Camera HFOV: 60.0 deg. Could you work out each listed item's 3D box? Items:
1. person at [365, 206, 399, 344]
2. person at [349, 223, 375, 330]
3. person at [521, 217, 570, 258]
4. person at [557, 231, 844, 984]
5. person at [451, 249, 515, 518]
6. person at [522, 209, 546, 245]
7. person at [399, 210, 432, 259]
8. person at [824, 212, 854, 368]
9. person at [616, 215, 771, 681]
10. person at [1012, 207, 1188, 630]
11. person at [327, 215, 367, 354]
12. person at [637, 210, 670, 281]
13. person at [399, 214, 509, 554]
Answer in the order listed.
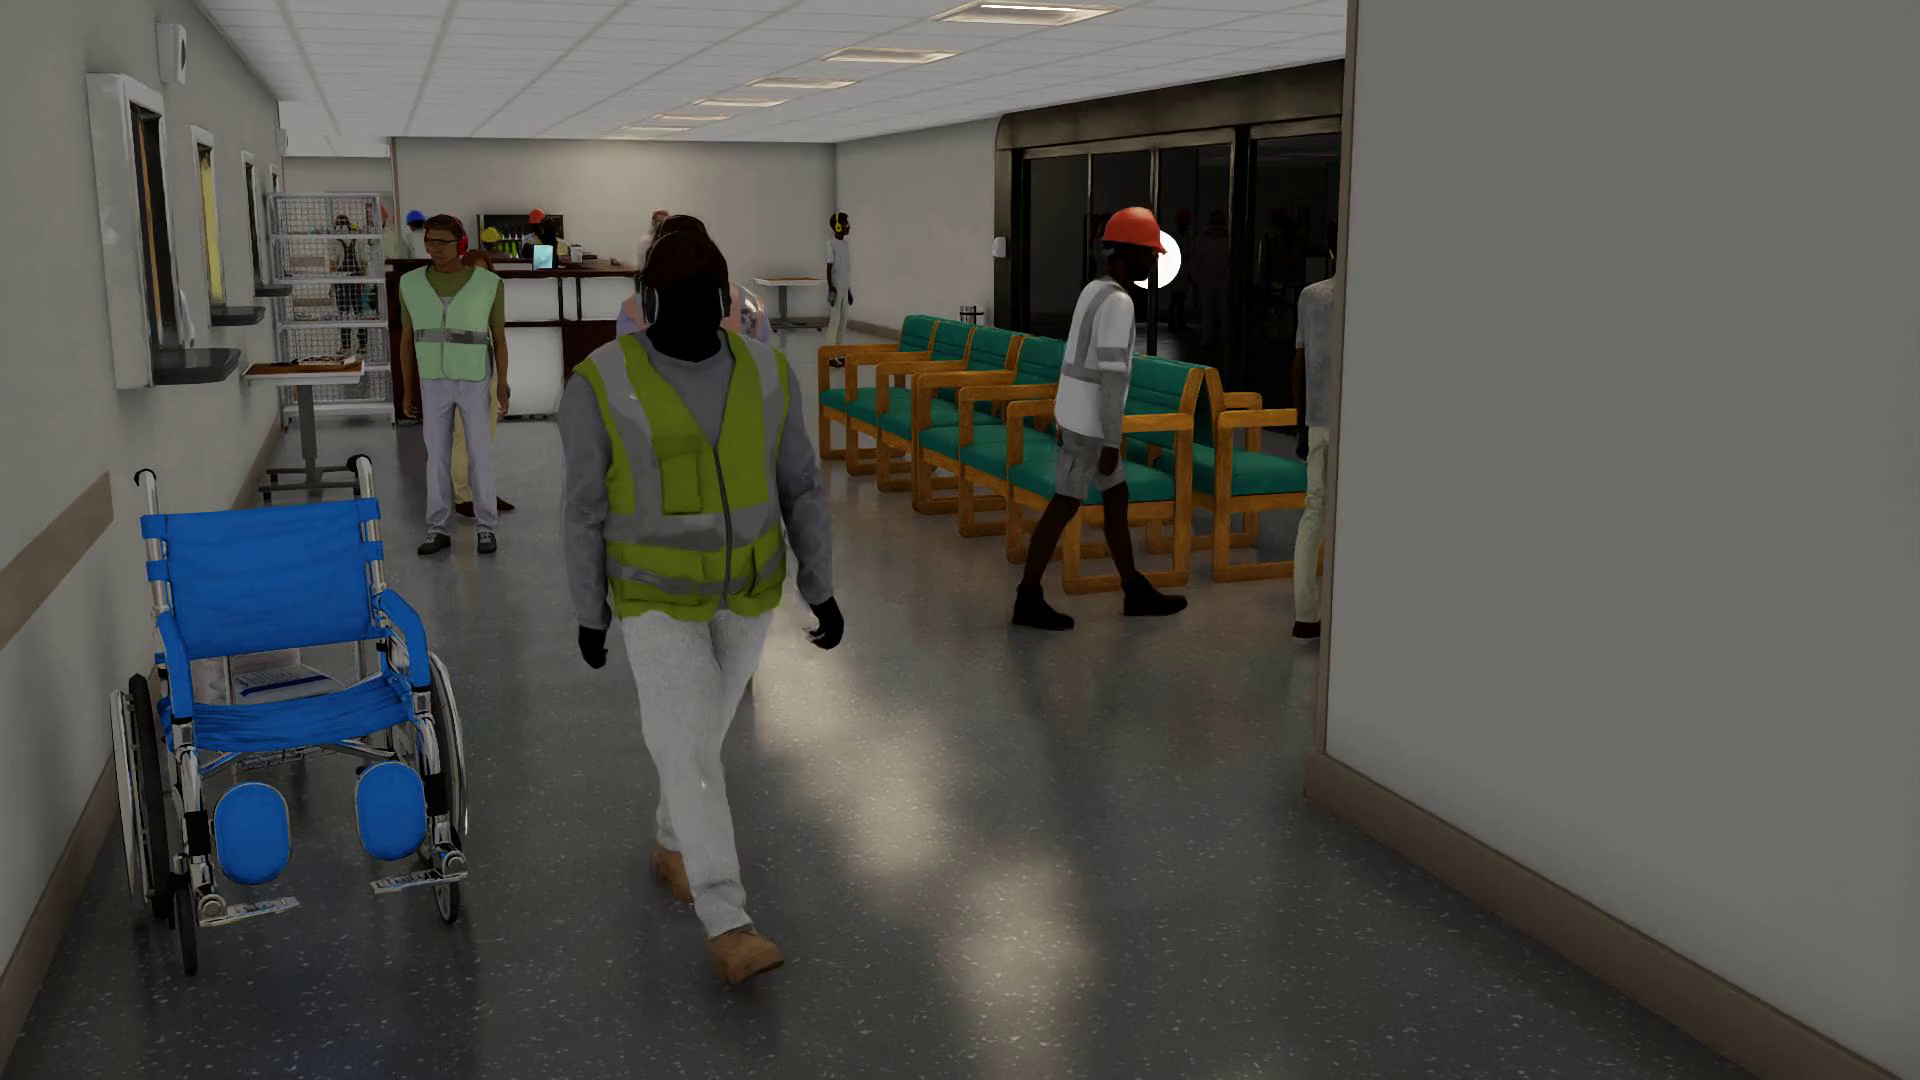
[{"bbox_3d":[-8.113,-3.707,23.414,0.440,1.975,0.648,-9,15,-40],"label":"person"},{"bbox_3d":[-9.793,-4.268,26.975,0.563,1.721,0.852,0,11,-1],"label":"person"},{"bbox_3d":[-5.100,-3.084,20.642,0.650,1.830,0.433,-8,14,-36],"label":"person"},{"bbox_3d":[-0.625,0.141,4.158,0.644,1.790,0.969,-7,13,-31],"label":"person"},{"bbox_3d":[-2.960,-0.962,10.232,0.287,1.631,0.501,5,12,25],"label":"person"},{"bbox_3d":[-5.854,-3.642,23.229,0.550,1.928,0.390,2,11,11],"label":"person"},{"bbox_3d":[-7.464,-3.565,22.871,0.616,1.903,0.869,-9,14,-39],"label":"person"},{"bbox_3d":[-1.455,-3.041,20.273,0.316,1.875,0.531,5,12,23],"label":"person"},{"bbox_3d":[-1.039,-0.326,6.447,0.621,1.838,0.429,-7,13,-31],"label":"person"},{"bbox_3d":[0.624,-0.527,7.423,0.836,1.876,0.566,0,11,-2],"label":"person"},{"bbox_3d":[-8.159,-3.392,22.144,0.344,1.847,0.505,11,15,44],"label":"person"},{"bbox_3d":[-3.659,-3.092,20.461,0.401,1.904,0.646,7,13,32],"label":"person"},{"bbox_3d":[-2.747,-0.841,9.070,0.570,1.840,0.375,-1,11,-4],"label":"person"}]
